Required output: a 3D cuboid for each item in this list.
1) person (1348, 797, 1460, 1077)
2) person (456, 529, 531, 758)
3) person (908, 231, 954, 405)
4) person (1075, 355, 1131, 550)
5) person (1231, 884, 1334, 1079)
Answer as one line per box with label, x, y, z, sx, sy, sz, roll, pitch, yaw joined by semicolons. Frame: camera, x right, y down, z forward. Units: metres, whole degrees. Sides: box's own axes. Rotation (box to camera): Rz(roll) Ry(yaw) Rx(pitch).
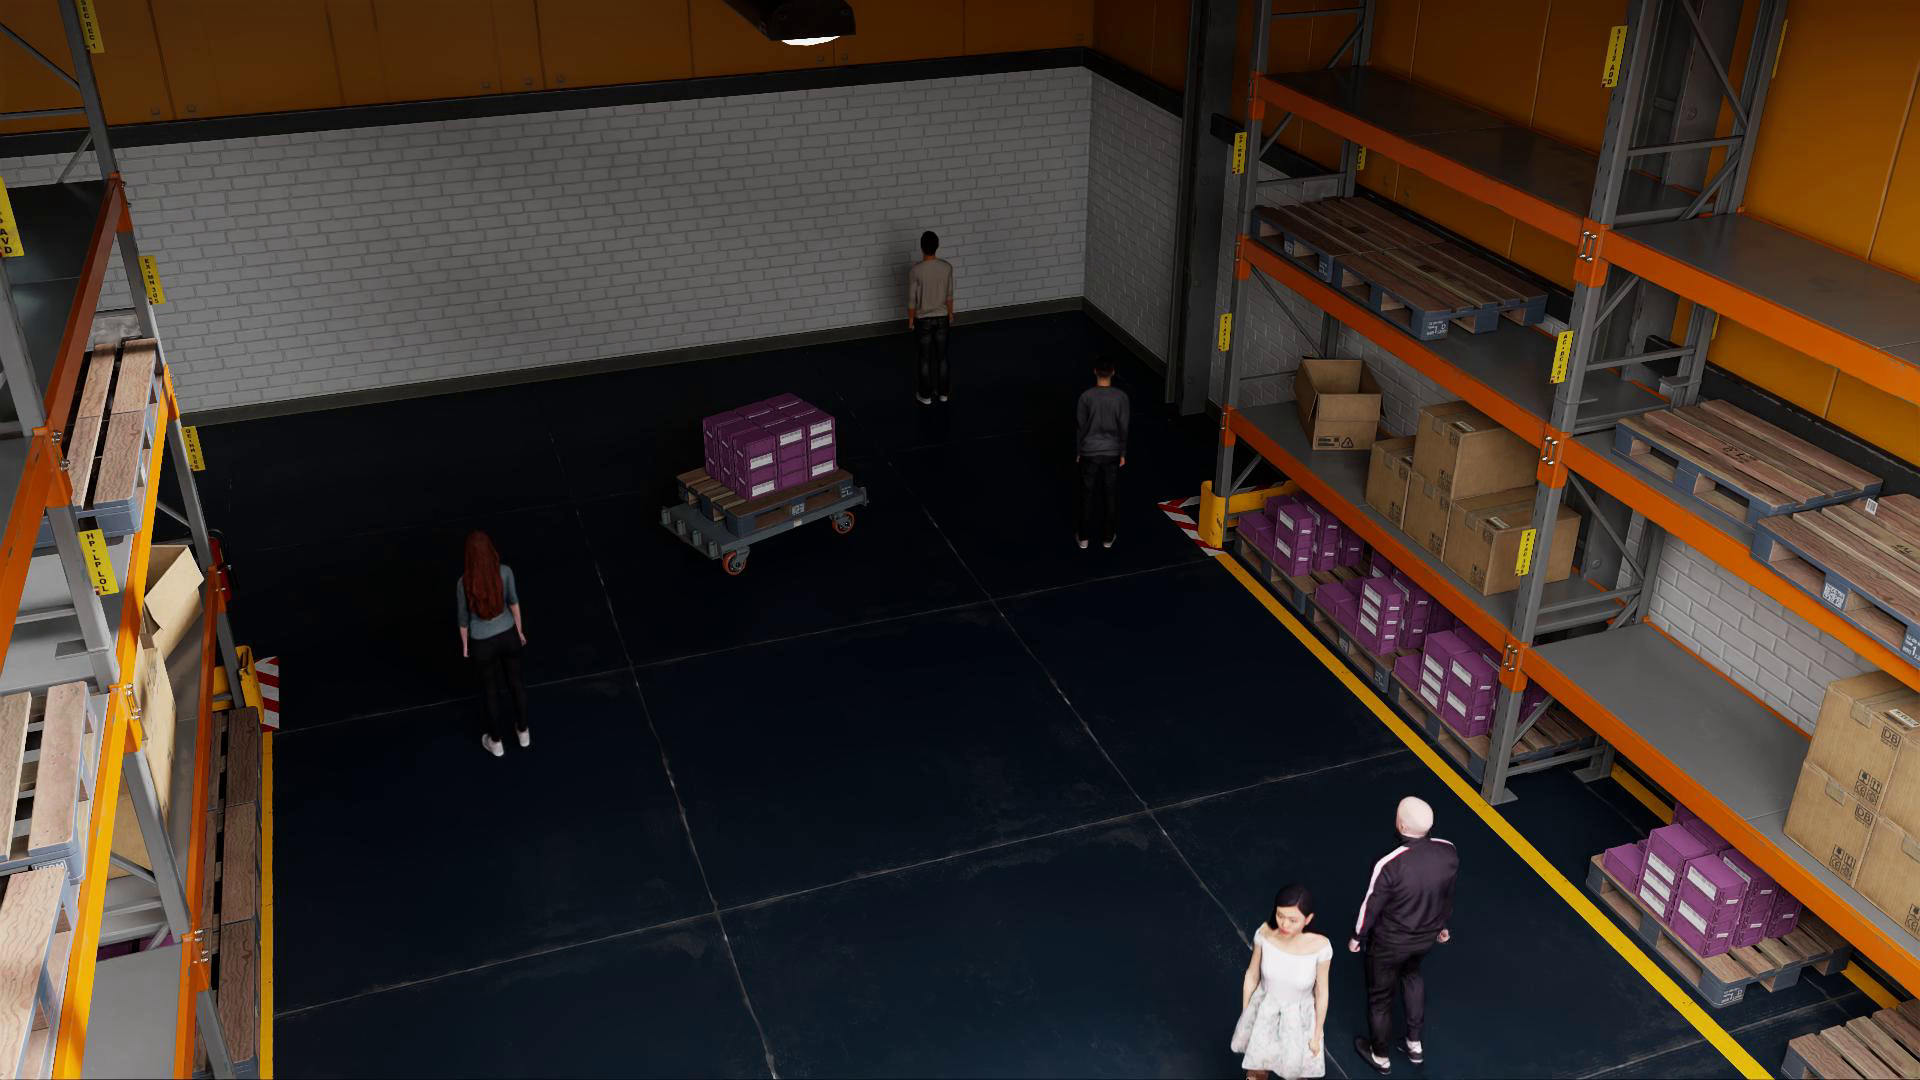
person;2.406;2.182;8.850;0.694;1.822;0.590;-10;30;-17
person;-3.247;0.717;11.619;0.637;1.742;0.612;-17;33;-29
person;-0.280;-2.275;17.034;0.648;1.809;0.560;-7;29;-13
person;1.206;-0.754;14.294;0.667;1.762;0.617;-2;29;-3
person;1.629;2.452;8.407;0.772;1.773;0.831;12;31;21
